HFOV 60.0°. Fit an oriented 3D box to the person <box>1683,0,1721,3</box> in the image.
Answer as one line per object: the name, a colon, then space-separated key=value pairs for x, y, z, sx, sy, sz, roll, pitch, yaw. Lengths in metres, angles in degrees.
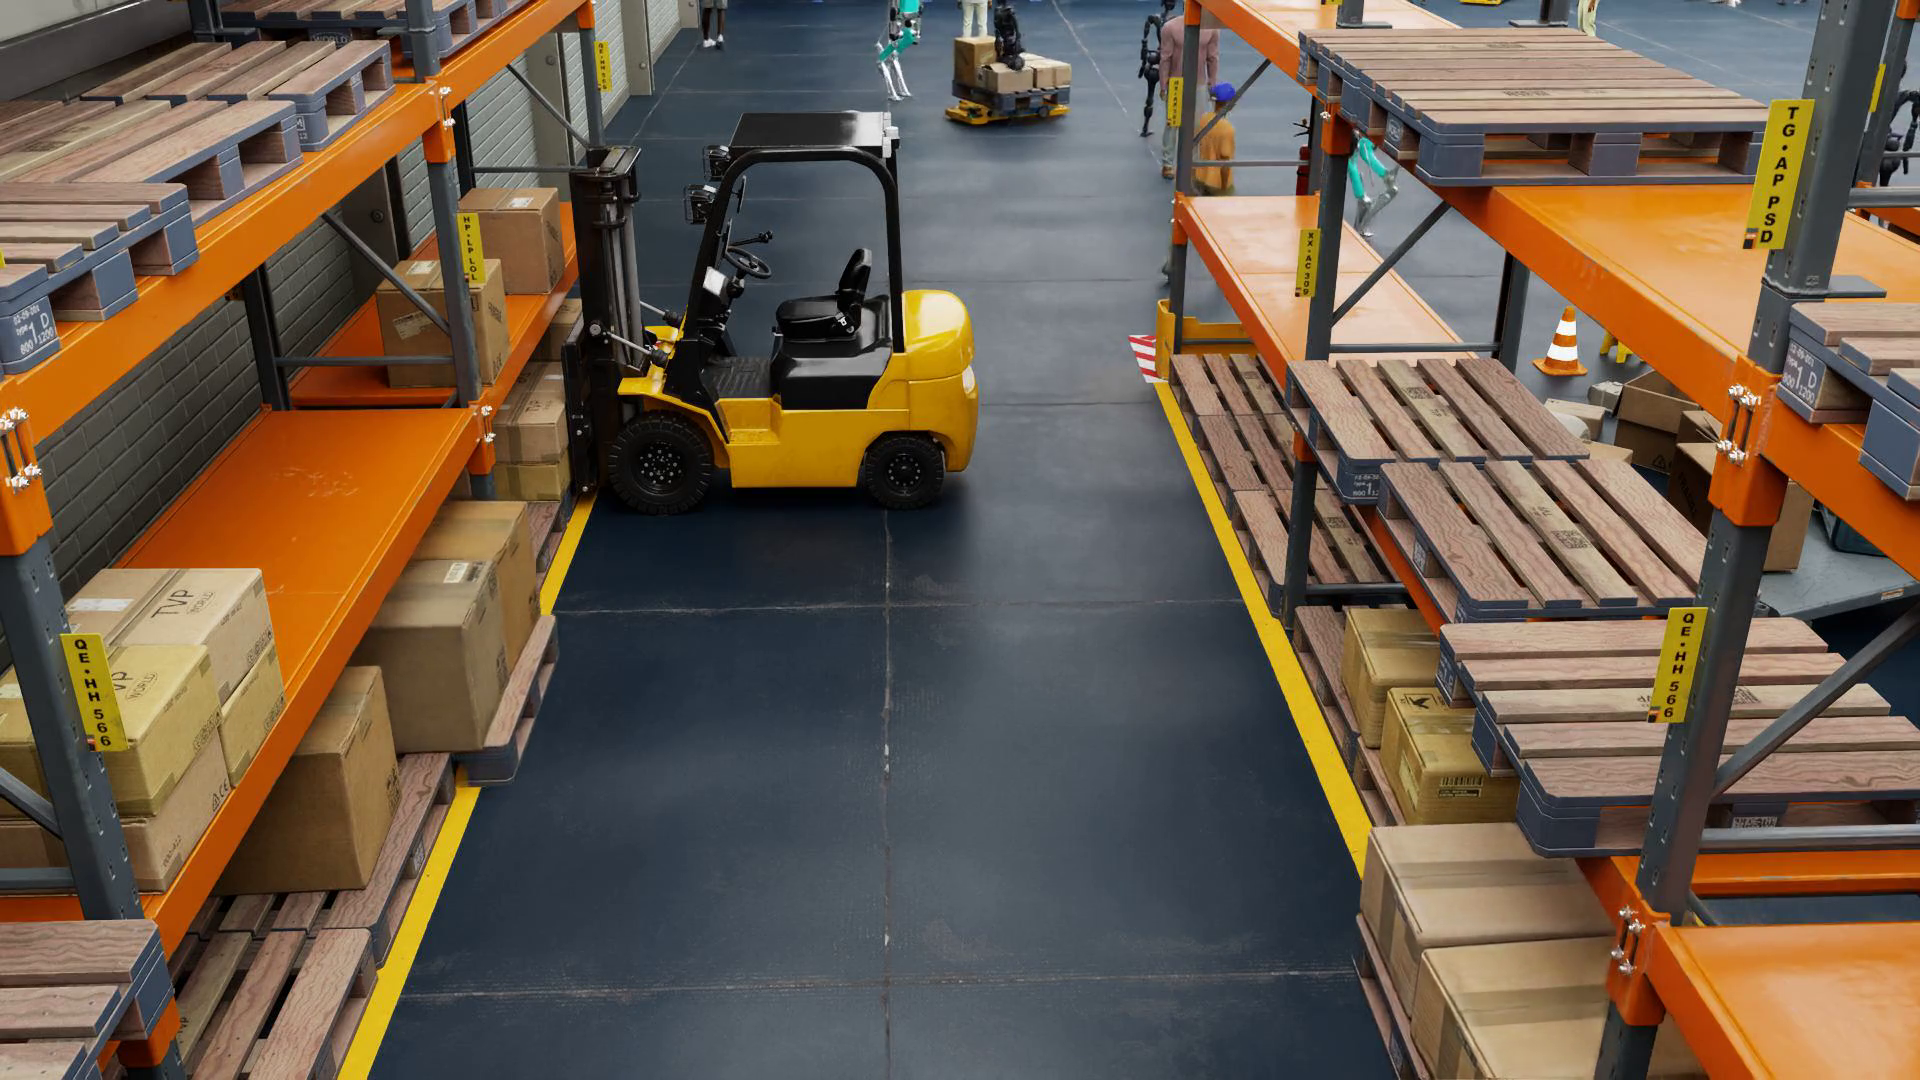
person: x=13.518 y=-10.537 z=29.914 sx=0.773 sy=1.720 sz=0.531 roll=-10 pitch=27 yaw=-21

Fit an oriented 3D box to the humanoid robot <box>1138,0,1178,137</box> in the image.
humanoid robot: x=2.357 y=-5.538 z=19.387 sx=0.593 sy=1.648 sz=0.320 roll=12 pitch=28 yaw=24

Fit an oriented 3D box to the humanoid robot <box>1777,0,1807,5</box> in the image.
humanoid robot: x=15.066 y=-10.423 z=29.815 sx=0.777 sy=1.636 sz=0.605 roll=-19 pitch=31 yaw=-35

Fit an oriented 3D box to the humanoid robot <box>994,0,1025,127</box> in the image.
humanoid robot: x=0.609 y=-5.828 z=20.009 sx=0.431 sy=1.639 sz=0.612 roll=-12 pitch=28 yaw=-23

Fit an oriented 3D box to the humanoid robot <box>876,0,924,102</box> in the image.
humanoid robot: x=-0.813 y=-6.569 z=21.441 sx=0.721 sy=1.739 sz=0.530 roll=23 pitch=34 yaw=40

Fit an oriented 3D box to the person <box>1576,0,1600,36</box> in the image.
person: x=8.955 y=-7.671 z=23.651 sx=0.384 sy=1.890 sz=0.543 roll=1 pitch=25 yaw=2

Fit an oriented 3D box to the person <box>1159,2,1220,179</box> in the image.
person: x=2.393 y=-4.774 z=17.477 sx=0.627 sy=1.935 sz=0.378 roll=-2 pitch=25 yaw=-4

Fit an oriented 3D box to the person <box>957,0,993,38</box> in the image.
person: x=0.219 y=-7.959 z=24.417 sx=0.560 sy=1.752 sz=0.325 roll=3 pitch=25 yaw=7

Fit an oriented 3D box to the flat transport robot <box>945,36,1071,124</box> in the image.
flat transport robot: x=0.592 y=-5.379 z=20.694 sx=1.431 sy=0.231 sz=0.659 roll=-14 pitch=29 yaw=-28

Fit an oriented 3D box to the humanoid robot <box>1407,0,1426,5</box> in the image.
humanoid robot: x=8.272 y=-10.490 z=29.864 sx=0.591 sy=1.651 sz=0.342 roll=12 pitch=28 yaw=24

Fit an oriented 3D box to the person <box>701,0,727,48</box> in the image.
person: x=-3.739 y=-8.427 z=25.283 sx=0.593 sy=1.867 sz=0.644 roll=5 pitch=26 yaw=9

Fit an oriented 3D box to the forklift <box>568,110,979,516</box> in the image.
forklift: x=-1.043 y=-1.379 z=9.976 sx=2.313 sy=2.155 sz=1.214 roll=-1 pitch=25 yaw=-2

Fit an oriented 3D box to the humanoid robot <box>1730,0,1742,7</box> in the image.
humanoid robot: x=13.968 y=-10.442 z=29.728 sx=0.547 sy=1.816 sz=0.742 roll=-6 pitch=26 yaw=-12

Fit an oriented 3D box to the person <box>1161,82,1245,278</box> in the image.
person: x=2.120 y=-3.017 z=14.028 sx=0.862 sy=1.679 sz=0.437 roll=-16 pitch=30 yaw=-31

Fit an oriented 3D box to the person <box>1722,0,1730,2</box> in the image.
person: x=14.148 y=-10.785 z=30.284 sx=0.514 sy=1.868 sz=0.981 roll=9 pitch=27 yaw=19

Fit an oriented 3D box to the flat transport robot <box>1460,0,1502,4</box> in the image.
flat transport robot: x=9.692 y=-9.991 z=30.461 sx=0.659 sy=0.231 sz=1.431 roll=15 pitch=29 yaw=28

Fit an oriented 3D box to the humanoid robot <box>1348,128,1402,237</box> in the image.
humanoid robot: x=3.756 y=-3.514 z=15.158 sx=0.538 sy=1.895 sz=0.710 roll=-20 pitch=32 yaw=-36

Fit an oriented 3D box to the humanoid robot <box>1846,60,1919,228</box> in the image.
humanoid robot: x=8.393 y=-3.569 z=15.224 sx=0.598 sy=1.637 sz=0.413 roll=10 pitch=27 yaw=20
